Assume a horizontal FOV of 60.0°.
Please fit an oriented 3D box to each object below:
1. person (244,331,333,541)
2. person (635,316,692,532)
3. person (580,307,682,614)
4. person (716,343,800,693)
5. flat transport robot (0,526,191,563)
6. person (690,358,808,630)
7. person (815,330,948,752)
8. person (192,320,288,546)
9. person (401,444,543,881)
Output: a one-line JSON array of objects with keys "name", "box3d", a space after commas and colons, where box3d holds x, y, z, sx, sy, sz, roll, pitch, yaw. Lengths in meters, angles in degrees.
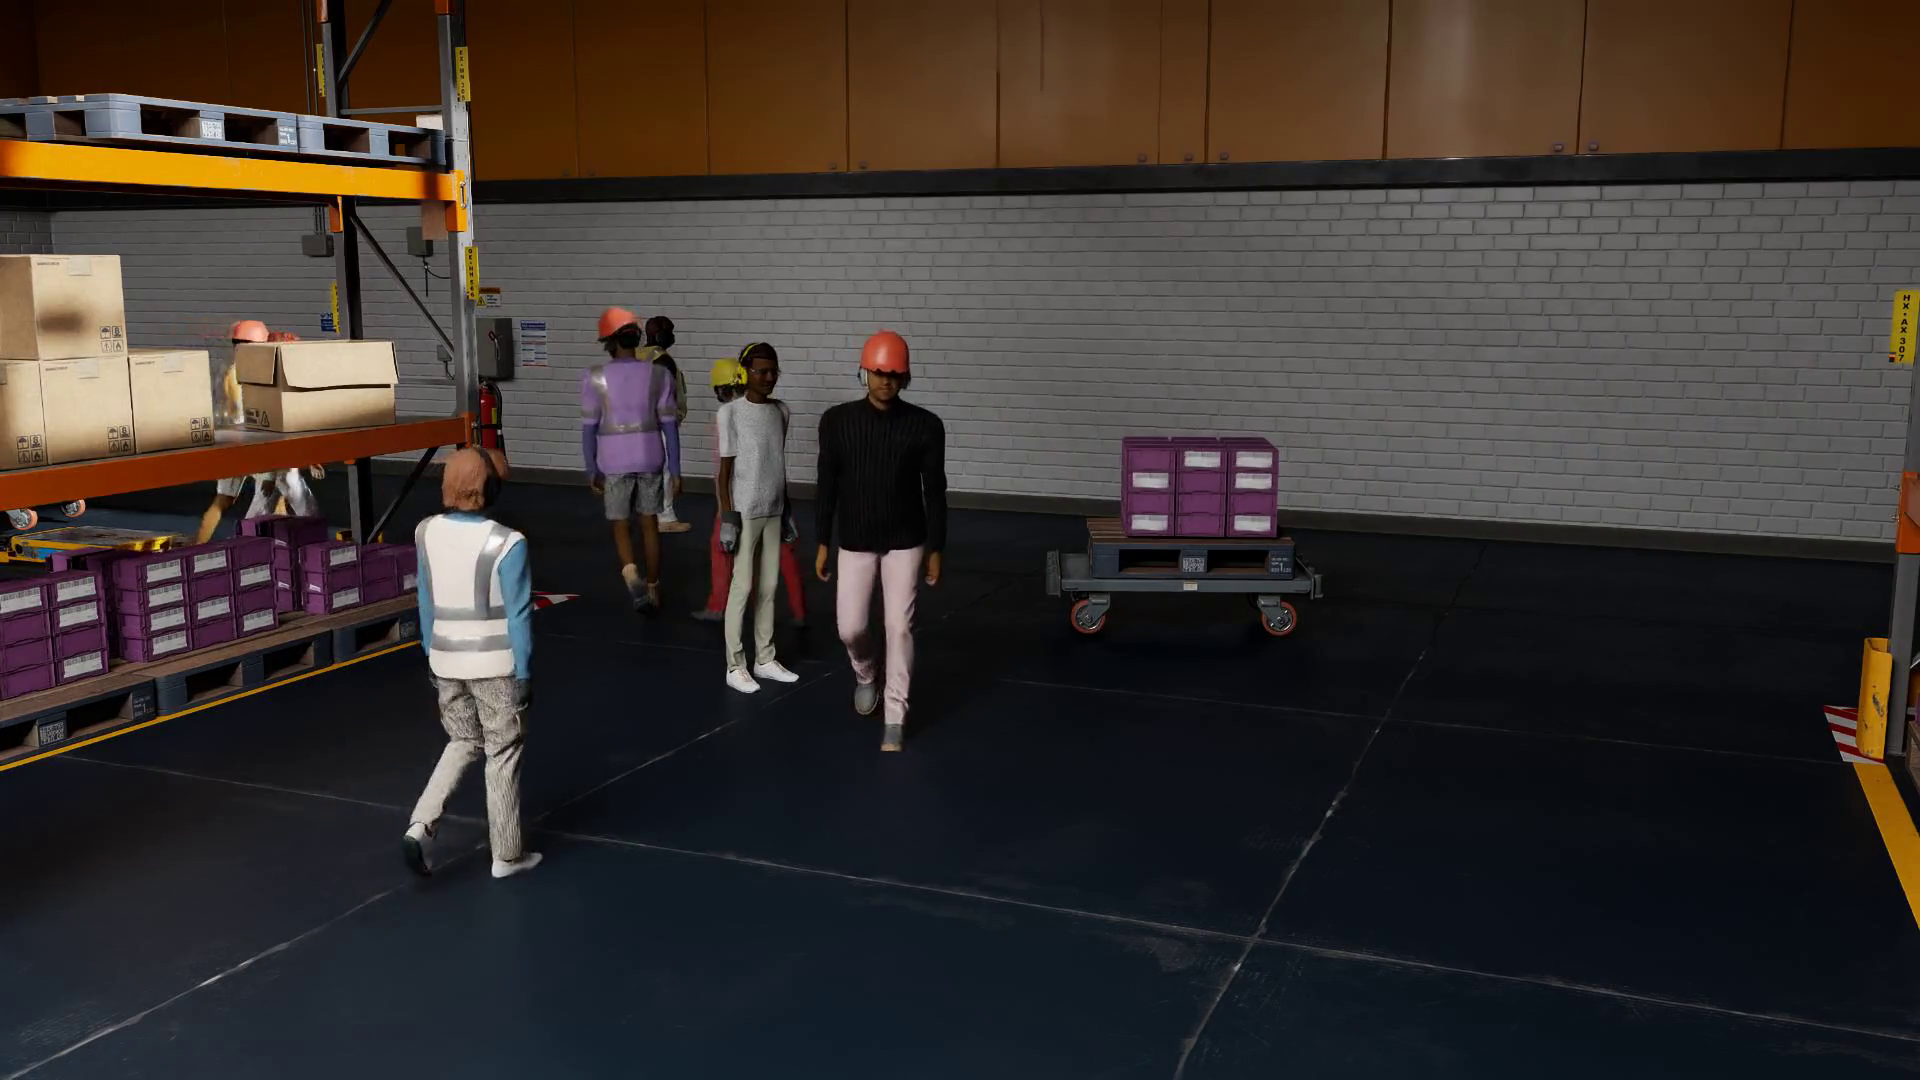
[{"name": "person", "box3d": [-4.665, -0.522, 11.476, 1.029, 1.828, 0.571, -4, 10, -21]}, {"name": "person", "box3d": [-2.550, -0.991, 14.247, 0.430, 1.845, 0.619, -6, 11, -31]}, {"name": "person", "box3d": [-2.110, -0.497, 10.748, 0.636, 2.010, 0.721, -3, 10, -15]}, {"name": "person", "box3d": [-1.079, -0.125, 8.933, 0.310, 1.865, 0.532, 7, 12, 38]}, {"name": "flat transport robot", "box3d": [-6.591, 0.058, 12.639, 1.431, 0.197, 0.652, 4, 10, 22]}, {"name": "person", "box3d": [-1.311, -0.283, 10.427, 0.823, 1.695, 0.548, 9, 13, 44]}, {"name": "person", "box3d": [-0.367, -0.009, 7.893, 0.633, 1.973, 0.581, 0, 9, 2]}, {"name": "person", "box3d": [-5.225, -0.660, 12.180, 1.033, 1.875, 0.568, -1, 9, -6]}, {"name": "person", "box3d": [-1.765, 0.470, 6.019, 0.530, 1.627, 0.488, 4, 10, 25]}]
